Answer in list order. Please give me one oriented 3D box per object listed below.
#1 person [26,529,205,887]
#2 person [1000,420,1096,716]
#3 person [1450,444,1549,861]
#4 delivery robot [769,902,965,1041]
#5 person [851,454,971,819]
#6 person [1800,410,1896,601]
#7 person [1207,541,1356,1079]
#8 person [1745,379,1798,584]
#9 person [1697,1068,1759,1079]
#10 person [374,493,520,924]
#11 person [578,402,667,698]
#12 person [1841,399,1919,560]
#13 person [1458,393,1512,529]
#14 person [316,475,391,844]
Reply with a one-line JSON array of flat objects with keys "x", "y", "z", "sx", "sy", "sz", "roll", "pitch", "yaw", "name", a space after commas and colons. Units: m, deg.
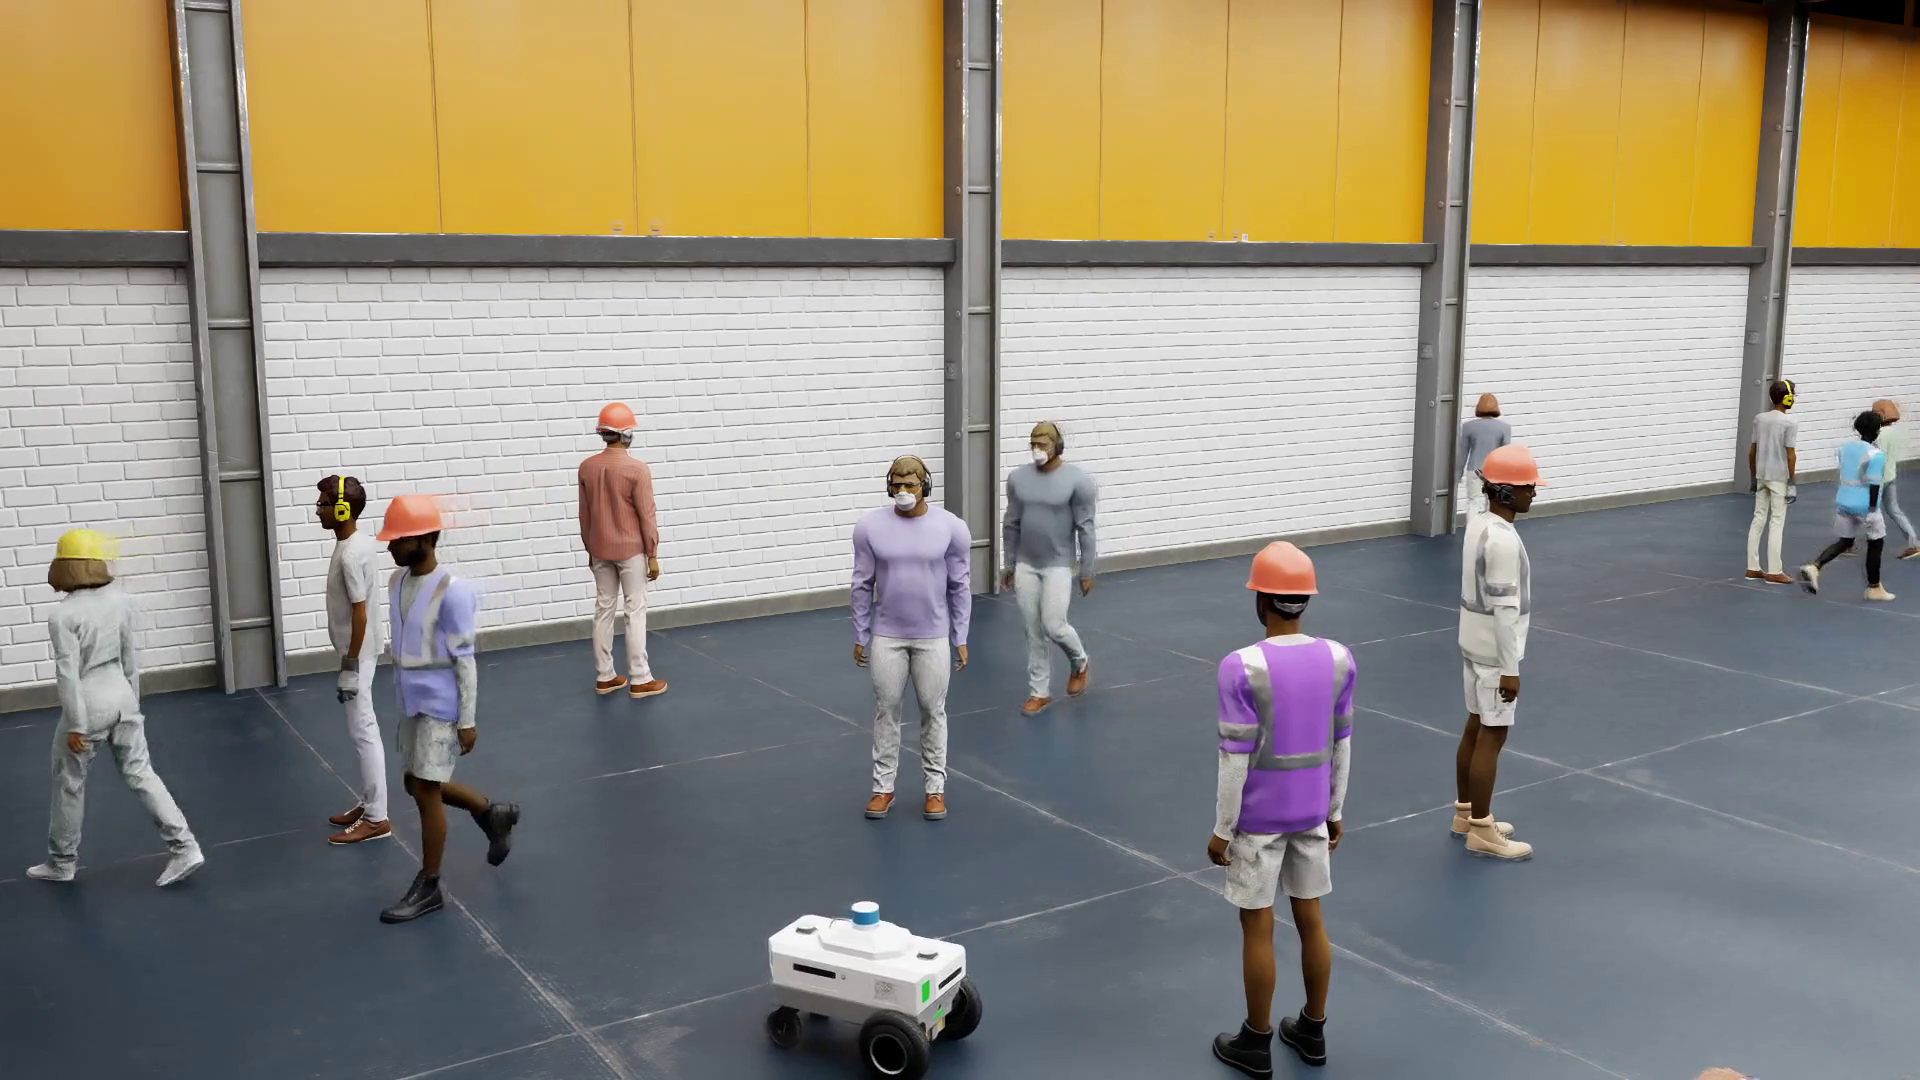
[{"x": -3.983, "y": 0.791, "z": 7.789, "sx": 0.887, "sy": 1.698, "sz": 0.494, "roll": 3, "pitch": 10, "yaw": 16, "name": "person"}, {"x": 0.586, "y": 0.170, "z": 10.834, "sx": 0.634, "sy": 1.922, "sz": 0.531, "roll": 6, "pitch": 11, "yaw": 34, "name": "person"}, {"x": 2.663, "y": 0.545, "z": 8.217, "sx": 0.372, "sy": 2.042, "sz": 0.615, "roll": 1, "pitch": 9, "yaw": 4, "name": "person"}, {"x": -0.349, "y": 1.583, "z": 6.152, "sx": 0.707, "sy": 0.478, "sz": 0.477, "roll": 5, "pitch": 11, "yaw": 27, "name": "delivery robot"}, {"x": -0.259, "y": 0.511, "z": 8.738, "sx": 0.634, "sy": 1.937, "sz": 0.355, "roll": 1, "pitch": 9, "yaw": 5, "name": "person"}, {"x": 7.745, "y": -0.299, "z": 14.427, "sx": 0.689, "sy": 1.671, "sz": 0.544, "roll": -2, "pitch": 10, "yaw": -11, "name": "person"}, {"x": 1.136, "y": 0.966, "z": 5.997, "sx": 0.552, "sy": 1.935, "sz": 0.369, "roll": -4, "pitch": 10, "yaw": -22, "name": "person"}, {"x": 7.466, "y": -0.538, "z": 15.259, "sx": 0.335, "sy": 1.873, "sz": 0.520, "roll": -3, "pitch": 10, "yaw": -18, "name": "person"}, {"x": 1.228, "y": 1.659, "z": 2.753, "sx": 0.524, "sy": 1.645, "sz": 0.309, "roll": -8, "pitch": 12, "yaw": -38, "name": "person"}, {"x": -2.340, "y": 0.722, "z": 7.556, "sx": 0.550, "sy": 1.918, "sz": 0.747, "roll": 7, "pitch": 12, "yaw": 38, "name": "person"}, {"x": -2.283, "y": 0.071, "z": 11.213, "sx": 0.611, "sy": 1.997, "sz": 0.375, "roll": 5, "pitch": 10, "yaw": 26, "name": "person"}, {"x": 9.168, "y": -0.605, "z": 16.498, "sx": 0.516, "sy": 1.591, "sz": 0.855, "roll": -9, "pitch": 13, "yaw": -44, "name": "person"}, {"x": 5.348, "y": -0.694, "z": 16.981, "sx": 0.514, "sy": 1.613, "sz": 0.684, "roll": 4, "pitch": 10, "yaw": 22, "name": "person"}, {"x": -3.088, "y": 0.597, "z": 8.429, "sx": 0.328, "sy": 1.870, "sz": 0.512, "roll": -3, "pitch": 10, "yaw": -18, "name": "person"}]
